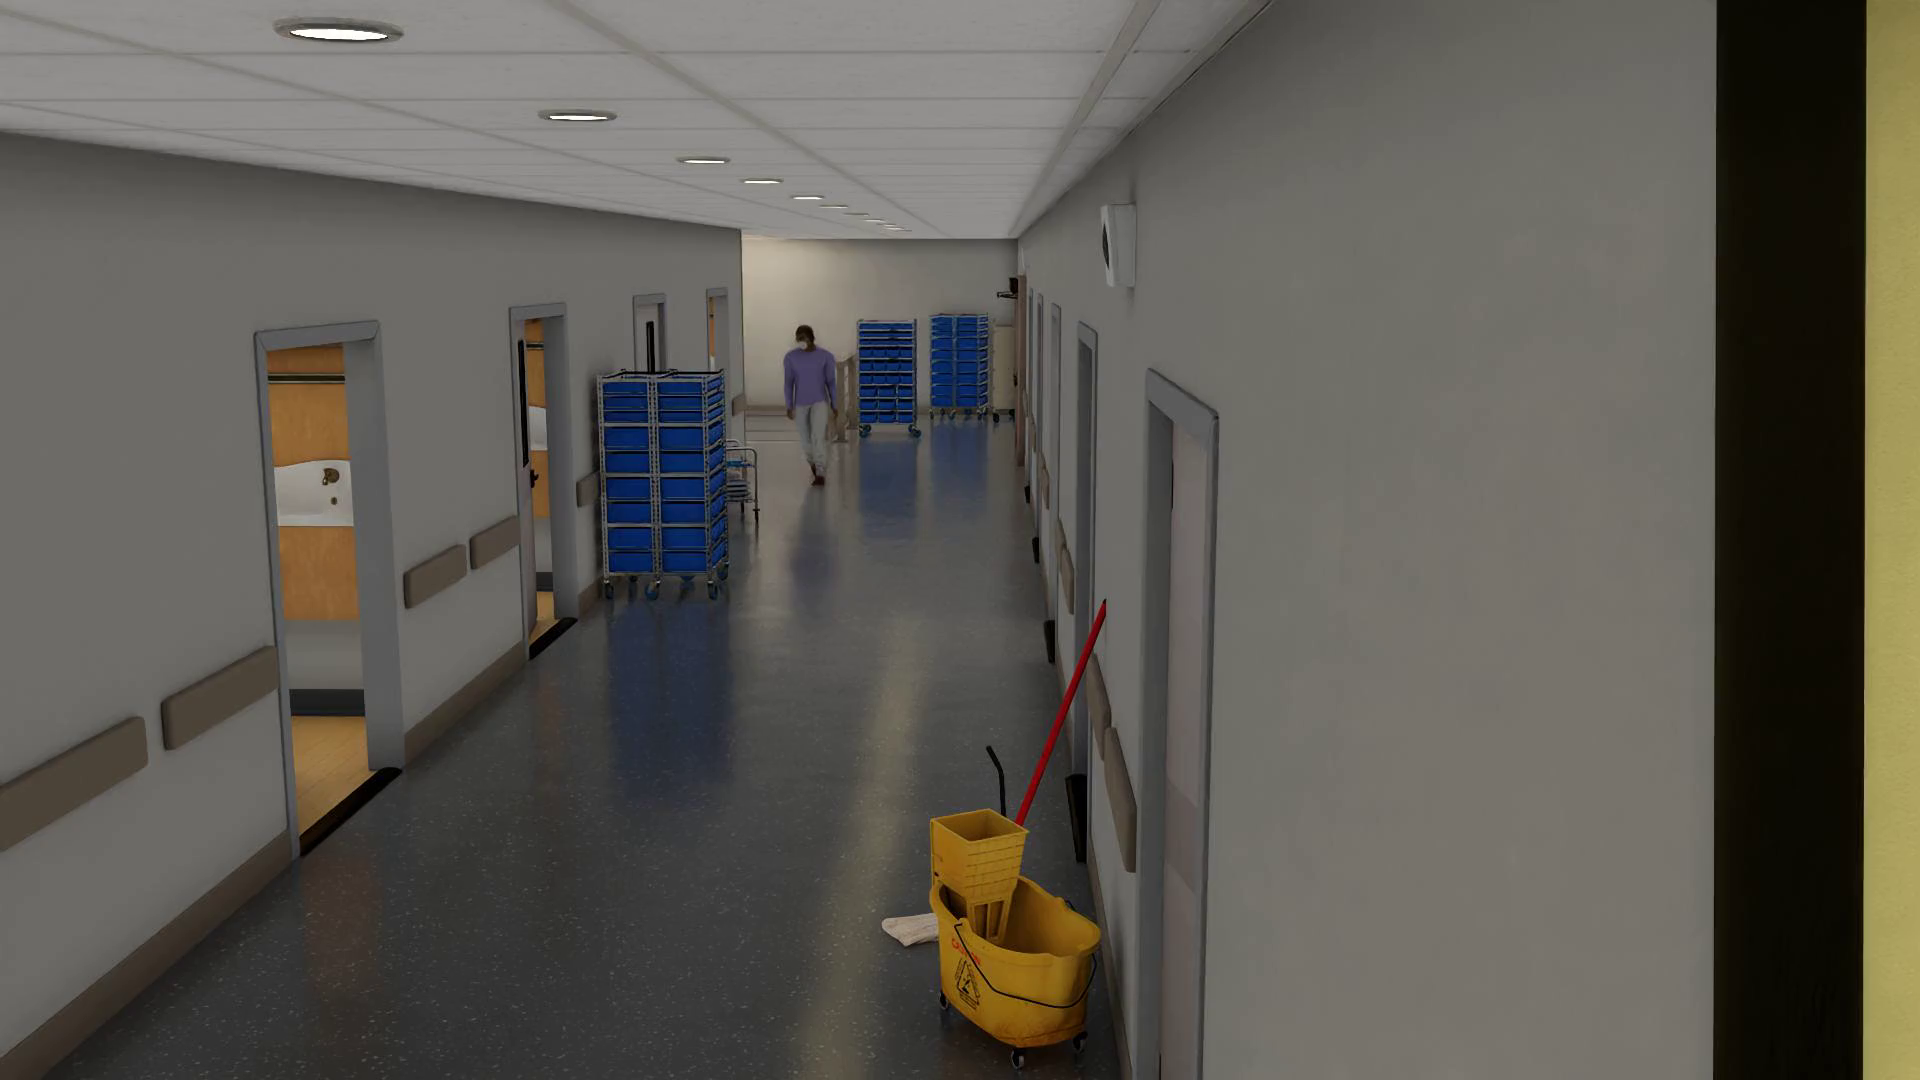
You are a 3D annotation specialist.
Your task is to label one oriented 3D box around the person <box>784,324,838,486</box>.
[{"bbox_3d":[-1.770,-1.631,19.870,0.639,1.908,0.852,1,10,4],"label":"person"}]
